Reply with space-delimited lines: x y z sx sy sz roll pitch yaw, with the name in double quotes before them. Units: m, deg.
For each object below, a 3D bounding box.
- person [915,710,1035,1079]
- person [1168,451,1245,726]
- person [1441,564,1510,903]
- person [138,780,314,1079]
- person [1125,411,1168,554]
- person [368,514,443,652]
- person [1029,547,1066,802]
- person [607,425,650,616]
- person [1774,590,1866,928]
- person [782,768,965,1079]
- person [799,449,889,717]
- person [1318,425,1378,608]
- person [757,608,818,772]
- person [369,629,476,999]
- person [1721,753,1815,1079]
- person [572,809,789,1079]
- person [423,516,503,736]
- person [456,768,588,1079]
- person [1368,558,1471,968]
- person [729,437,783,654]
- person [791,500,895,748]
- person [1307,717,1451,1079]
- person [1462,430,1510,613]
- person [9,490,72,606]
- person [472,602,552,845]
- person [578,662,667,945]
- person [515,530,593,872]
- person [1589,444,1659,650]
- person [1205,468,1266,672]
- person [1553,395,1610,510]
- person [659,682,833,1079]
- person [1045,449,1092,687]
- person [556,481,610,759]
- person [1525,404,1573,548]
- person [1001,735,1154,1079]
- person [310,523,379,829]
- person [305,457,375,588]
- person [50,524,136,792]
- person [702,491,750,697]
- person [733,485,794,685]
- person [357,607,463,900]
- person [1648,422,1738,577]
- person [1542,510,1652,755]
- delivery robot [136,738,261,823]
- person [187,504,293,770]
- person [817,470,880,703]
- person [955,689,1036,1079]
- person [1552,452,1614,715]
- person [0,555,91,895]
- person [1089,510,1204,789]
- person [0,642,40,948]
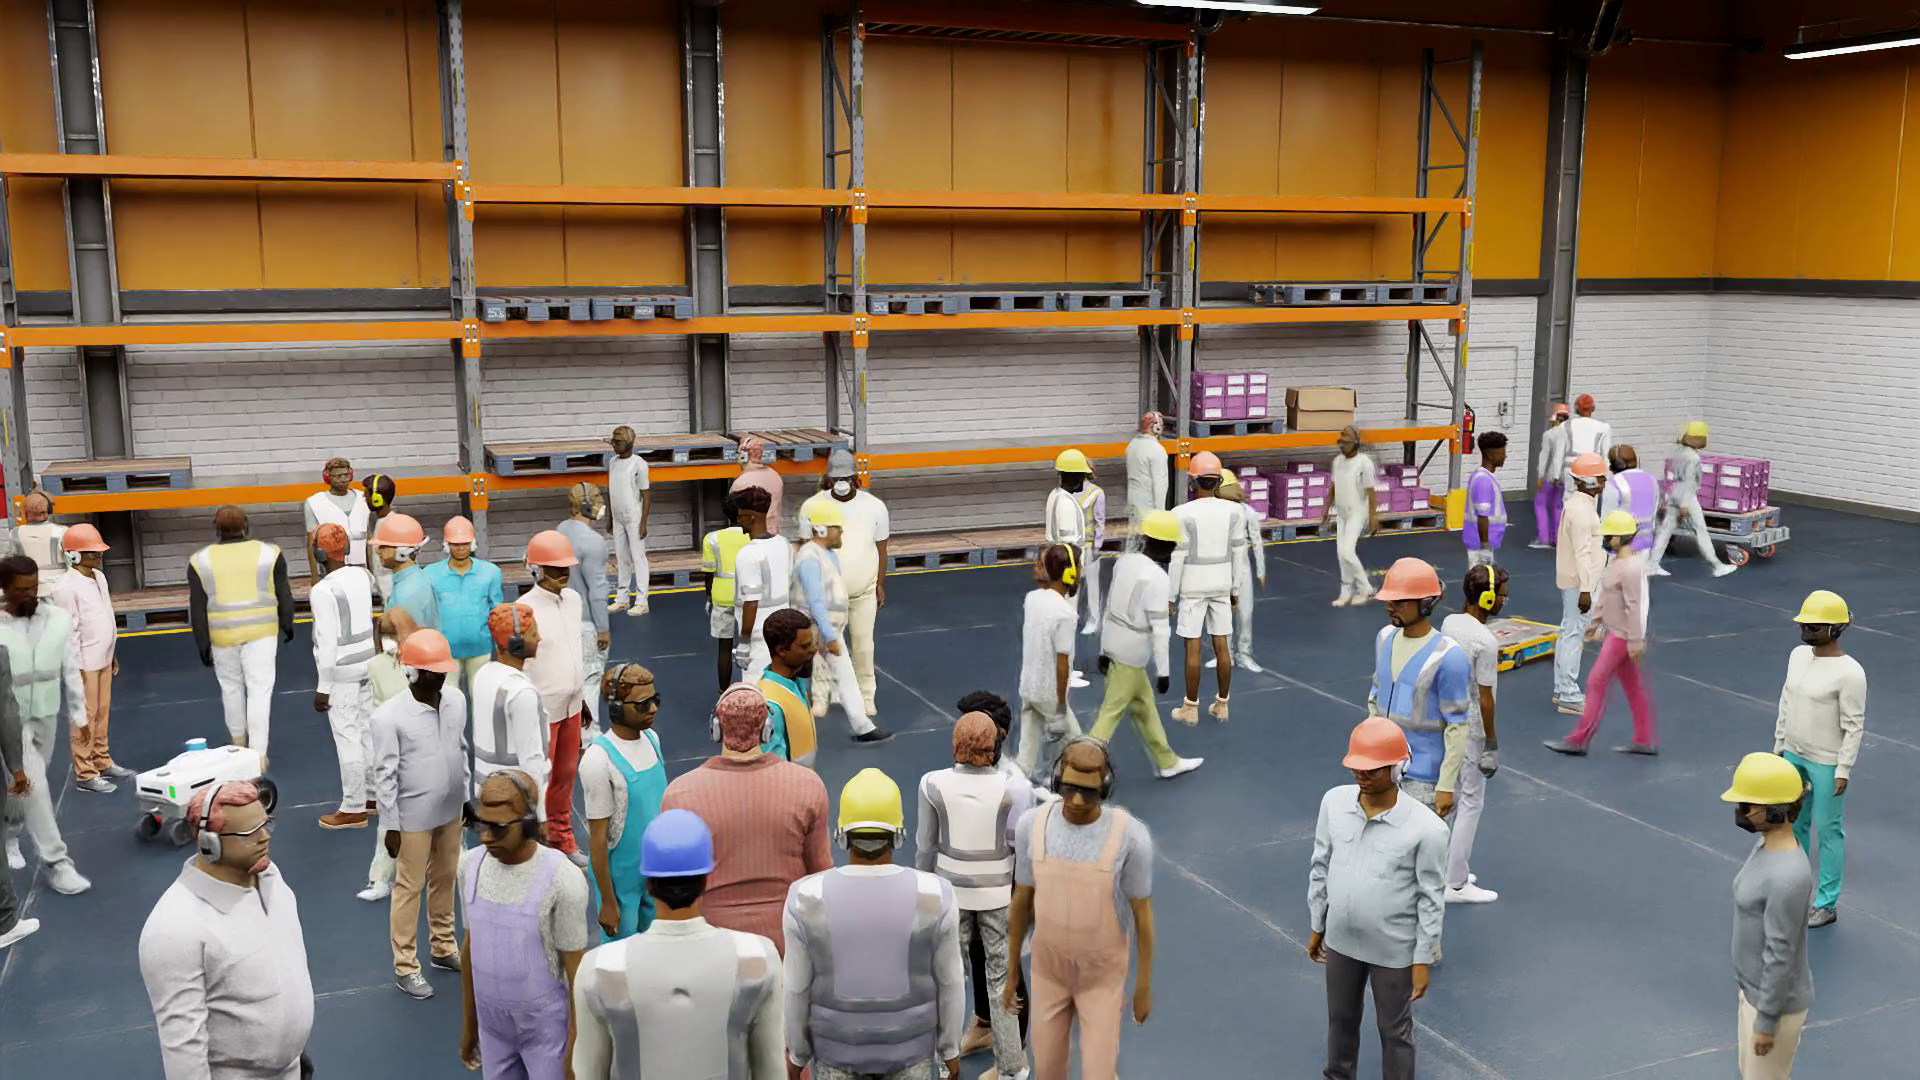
"person" 0.073 1.499 6.932 0.523 1.638 0.311 2 10 11
"person" 1.797 0.360 12.326 0.605 2.045 0.377 -3 10 -17
"person" 2.751 1.041 8.966 0.344 1.856 0.525 -2 10 -12
"person" -2.209 1.670 5.175 0.406 1.911 0.639 1 10 5
"person" 1.915 -0.362 16.955 0.408 1.895 0.660 -4 10 -20
"person" -3.215 0.831 9.752 0.387 1.996 0.612 -2 10 -13
"person" 0.588 0.847 10.695 0.279 1.636 0.497 3 10 18
"person" -3.211 -0.187 16.054 0.506 1.847 0.345 7 12 34
"person" 4.449 1.132 8.679 0.314 1.769 0.524 -2 10 -14
"person" -0.284 1.650 5.509 0.600 1.828 0.404 0 10 -3
"person" -0.871 0.328 12.521 0.682 2.000 0.537 -1 10 -4
"person" 3.802 -0.218 16.280 0.408 1.827 0.528 -5 11 -27
"person" -0.805 1.248 7.575 0.391 1.919 0.590 0 10 -1
"person" -2.507 1.275 7.902 0.348 1.746 0.573 5 11 27
"person" 2.848 1.615 5.932 0.344 1.758 0.532 3 10 19
"person" -0.796 1.726 4.793 0.616 1.934 0.420 -3 10 -15
"person" -3.335 0.703 11.179 0.564 1.755 0.333 -4 11 -20
"person" -1.463 1.641 5.559 0.505 1.837 0.358 4 11 24
"person" 2.175 1.092 8.116 0.387 2.041 0.615 -5 11 -25
"person" -1.805 0.054 14.489 0.400 1.907 0.644 5 11 26
"person" -0.972 0.608 11.692 0.966 1.783 0.596 3 10 14
"person" 1.580 1.530 6.421 0.559 1.752 0.325 9 13 42
"person" 4.579 0.018 14.536 0.363 1.961 0.611 3 10 15
"person" -7.175 0.428 13.091 0.512 1.644 0.311 0 10 -2
"person" -2.093 1.223 7.827 0.358 1.882 0.574 -7 12 -37
"person" -1.350 1.408 6.874 0.346 1.843 0.507 3 10 17
"person" -2.244 0.927 9.206 0.393 1.992 0.622 4 11 21
"person" 5.867 0.045 14.838 0.668 1.795 0.834 -4 11 -23
"person" 2.270 0.258 13.863 0.563 1.727 0.400 7 12 34
"person" 7.187 -0.745 19.224 0.608 1.865 0.407 3 10 18
"person" -0.806 1.476 6.299 0.652 1.906 0.402 -2 10 -14
"person" 0.876 0.221 13.462 0.369 1.925 0.594 -1 10 -4
"person" -2.599 0.556 11.505 0.366 1.938 0.630 -8 12 -37
"person" 7.060 -0.752 19.728 0.633 1.704 0.387 -5 11 -28
"person" 0.432 1.562 6.014 0.535 1.837 0.418 5 11 25
"person" -3.752 0.822 10.134 0.362 1.883 0.575 2 10 10
"person" -5.072 0.233 13.634 0.372 1.843 0.570 8 13 39
"person" -5.667 0.759 10.868 0.328 1.752 0.563 -1 10 -5
"person" -1.692 0.467 12.706 0.540 1.696 0.317 0 10 -2
"person" -1.329 0.608 11.125 0.366 1.962 0.614 4 11 21
"person" -3.022 1.142 9.167 0.507 1.582 0.855 2 10 11
"person" 7.888 -0.427 17.887 0.929 1.688 0.497 1 10 4
"person" 4.461 0.654 11.543 0.837 1.734 0.531 3 10 14
"delivery robot" -4.608 1.447 10.083 0.477 0.478 0.707 4 11 24
"person" -4.929 0.643 11.463 0.636 1.788 1.000 -3 10 -19
"person" -0.891 0.383 12.793 0.589 1.851 0.566 2 10 11
"person" 0.118 1.457 7.022 0.317 1.691 0.540 -6 11 -30
"person" 4.729 0.325 12.665 0.375 1.997 0.612 2 10 14
"person" -5.194 0.989 9.227 1.012 1.871 0.590 6 11 29
"person" 1.177 0.728 10.742 1.030 1.855 0.595 -3 10 -18
"person" -5.009 1.117 8.332 0.592 1.916 0.375 -1 10 -4
